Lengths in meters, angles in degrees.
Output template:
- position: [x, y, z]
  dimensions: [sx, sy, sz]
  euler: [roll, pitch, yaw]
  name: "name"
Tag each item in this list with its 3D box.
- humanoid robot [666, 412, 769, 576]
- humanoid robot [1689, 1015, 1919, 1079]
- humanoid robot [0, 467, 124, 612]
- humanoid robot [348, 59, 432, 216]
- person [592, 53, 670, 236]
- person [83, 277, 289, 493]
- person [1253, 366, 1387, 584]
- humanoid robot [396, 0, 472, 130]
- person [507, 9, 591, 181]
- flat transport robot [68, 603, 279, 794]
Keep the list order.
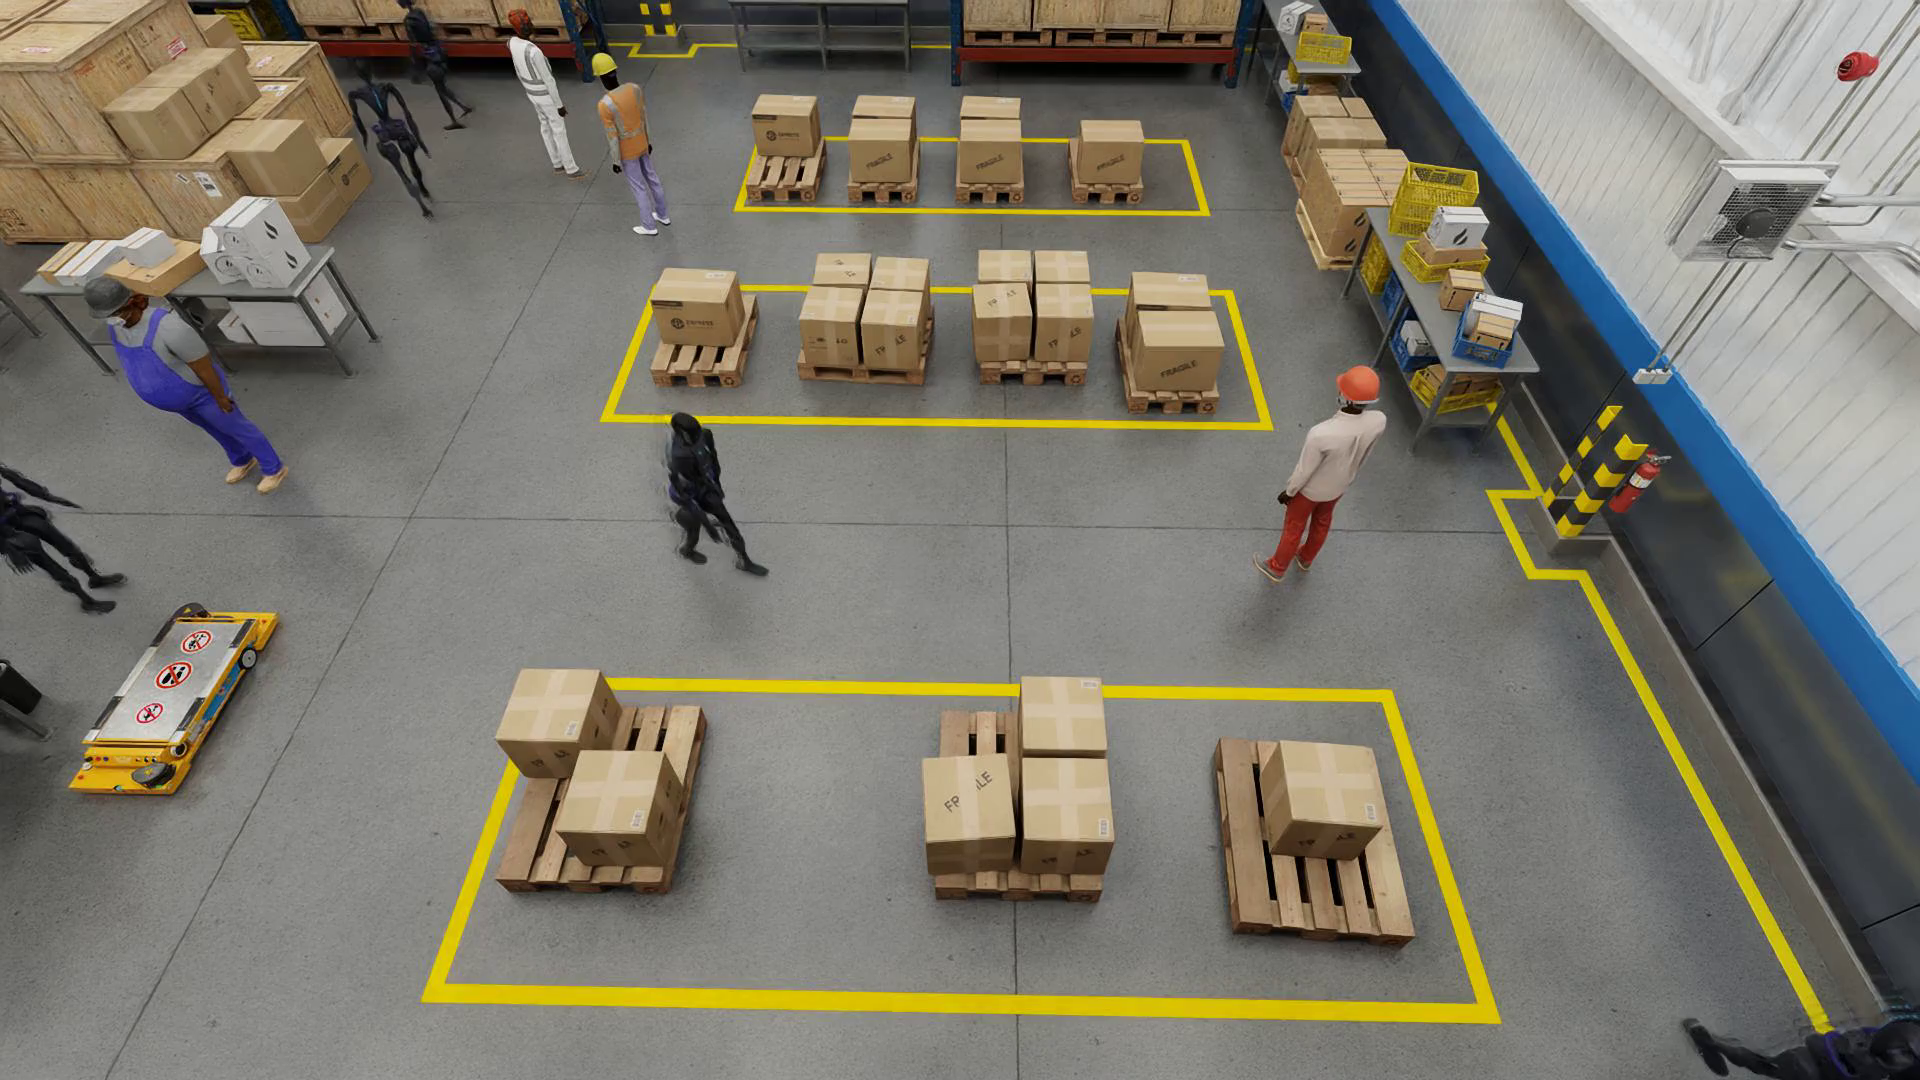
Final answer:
- position: [-1.912, -0.321, 6.750]
  dimensions: [0.761, 1.625, 0.542]
  euler: [25, 54, 19]
  name: "humanoid robot"
- position: [4.230, 2.507, 4.353]
  dimensions: [0.600, 1.623, 0.756]
  euler: [-4, 50, -4]
  name: "humanoid robot"
- position: [-6.673, -0.110, 6.532]
  dimensions: [0.391, 1.649, 0.631]
  euler: [-11, 51, -9]
  name: "humanoid robot"
- position: [-6.356, -4.493, 10.289]
  dimensions: [0.559, 1.644, 0.793]
  euler: [-34, 58, -25]
  name: "humanoid robot"
- position: [-3.543, -4.214, 9.853]
  dimensions: [0.374, 1.918, 0.584]
  euler: [22, 53, 18]
  name: "person"
- position: [-6.108, -1.191, 7.215]
  dimensions: [0.677, 2.000, 0.535]
  euler: [13, 51, 11]
  name: "person"
- position: [2.596, -0.428, 6.600]
  dimensions: [0.616, 1.994, 0.378]
  euler: [-17, 52, -14]
  name: "person"
- position: [-6.717, -6.021, 11.537]
  dimensions: [0.457, 1.652, 0.611]
  euler: [-5, 50, -4]
  name: "humanoid robot"
- position: [-4.825, -5.146, 10.663]
  dimensions: [0.583, 1.882, 0.345]
  euler: [31, 56, 23]
  name: "person"
- position: [-5.504, 1.072, 6.442]
  dimensions: [0.652, 0.197, 1.431]
  euler: [1, 50, 1]
  name: "flat transport robot"
